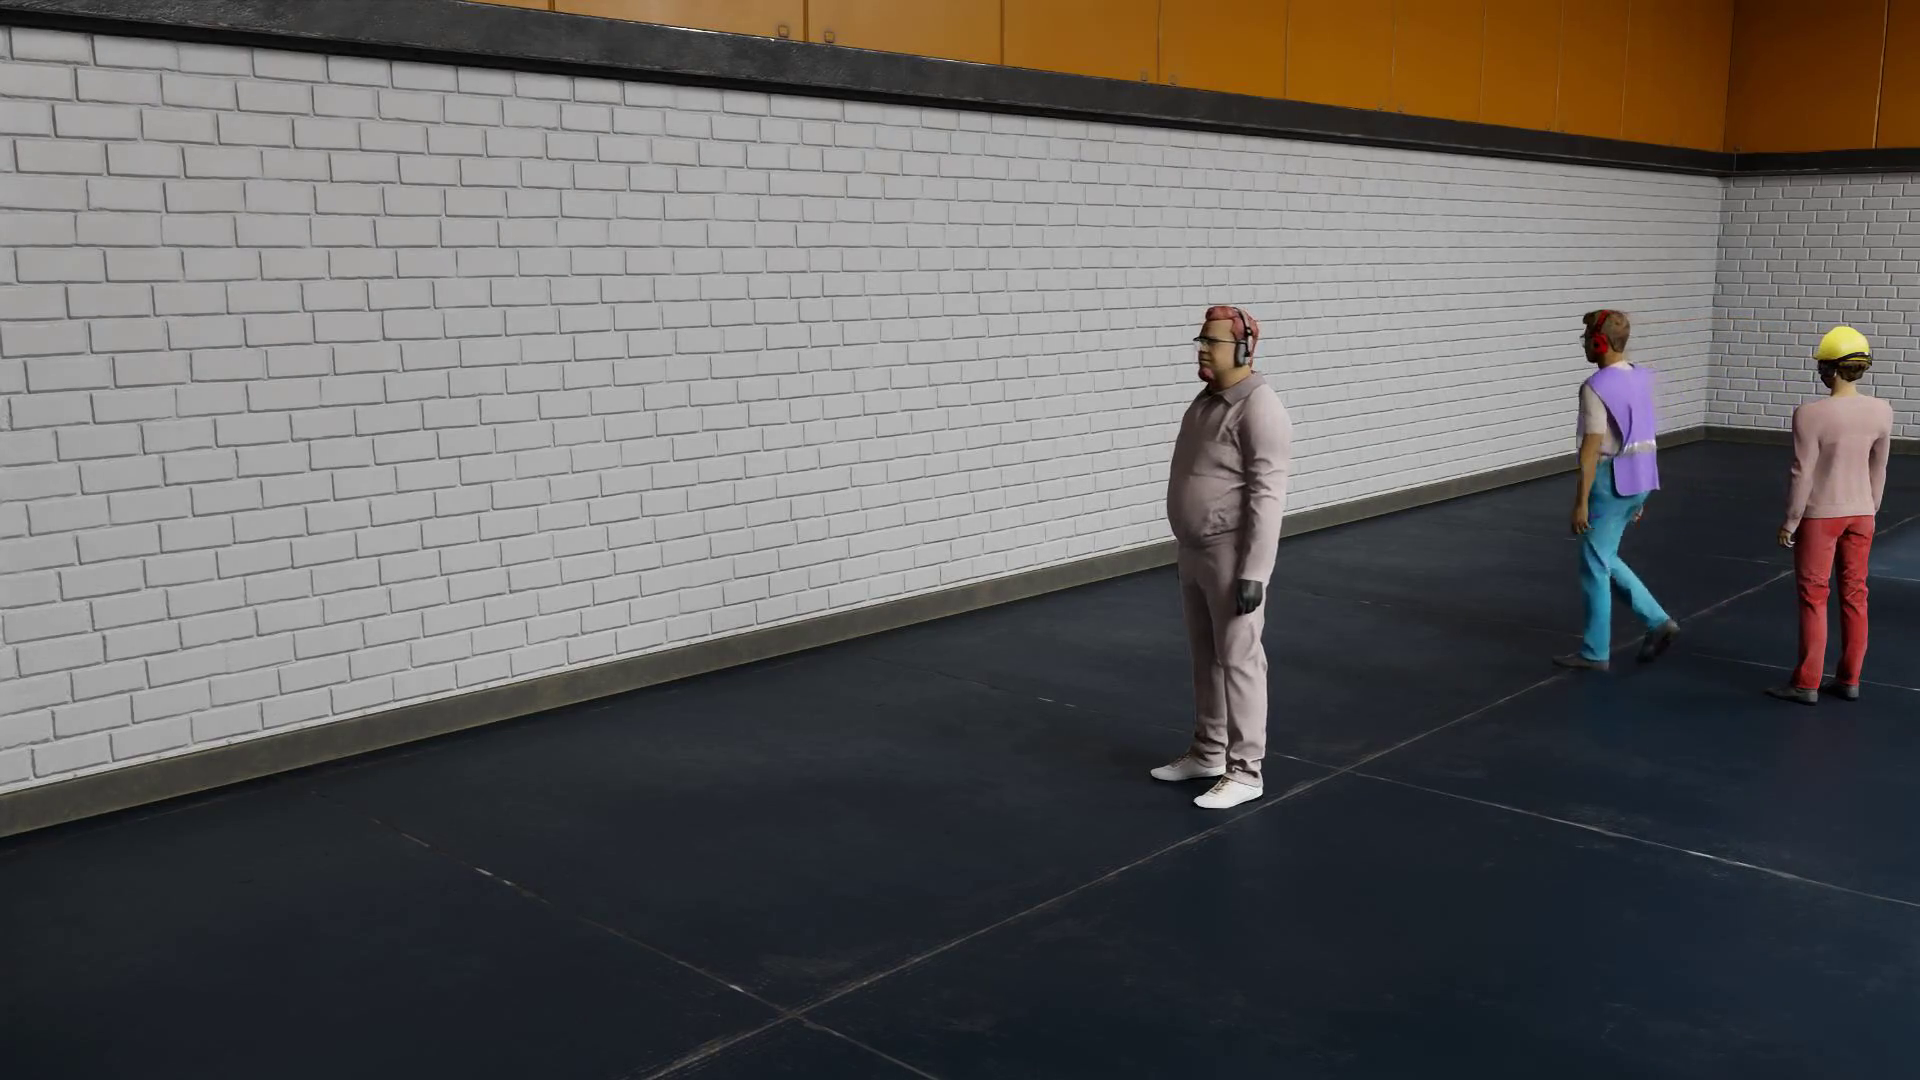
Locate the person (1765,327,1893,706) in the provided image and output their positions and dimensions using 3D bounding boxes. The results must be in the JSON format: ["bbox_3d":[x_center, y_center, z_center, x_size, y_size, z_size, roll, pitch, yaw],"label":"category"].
[{"bbox_3d":[4.058,-0.104,7.758,0.522,1.769,0.310,-3,10,-14],"label":"person"}]

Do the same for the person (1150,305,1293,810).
[{"bbox_3d":[0.989,0.063,6.392,0.409,1.913,0.648,-3,10,-18],"label":"person"}]

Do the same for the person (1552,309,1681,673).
[{"bbox_3d":[3.270,-0.223,8.246,0.489,1.828,0.574,9,14,43],"label":"person"}]
